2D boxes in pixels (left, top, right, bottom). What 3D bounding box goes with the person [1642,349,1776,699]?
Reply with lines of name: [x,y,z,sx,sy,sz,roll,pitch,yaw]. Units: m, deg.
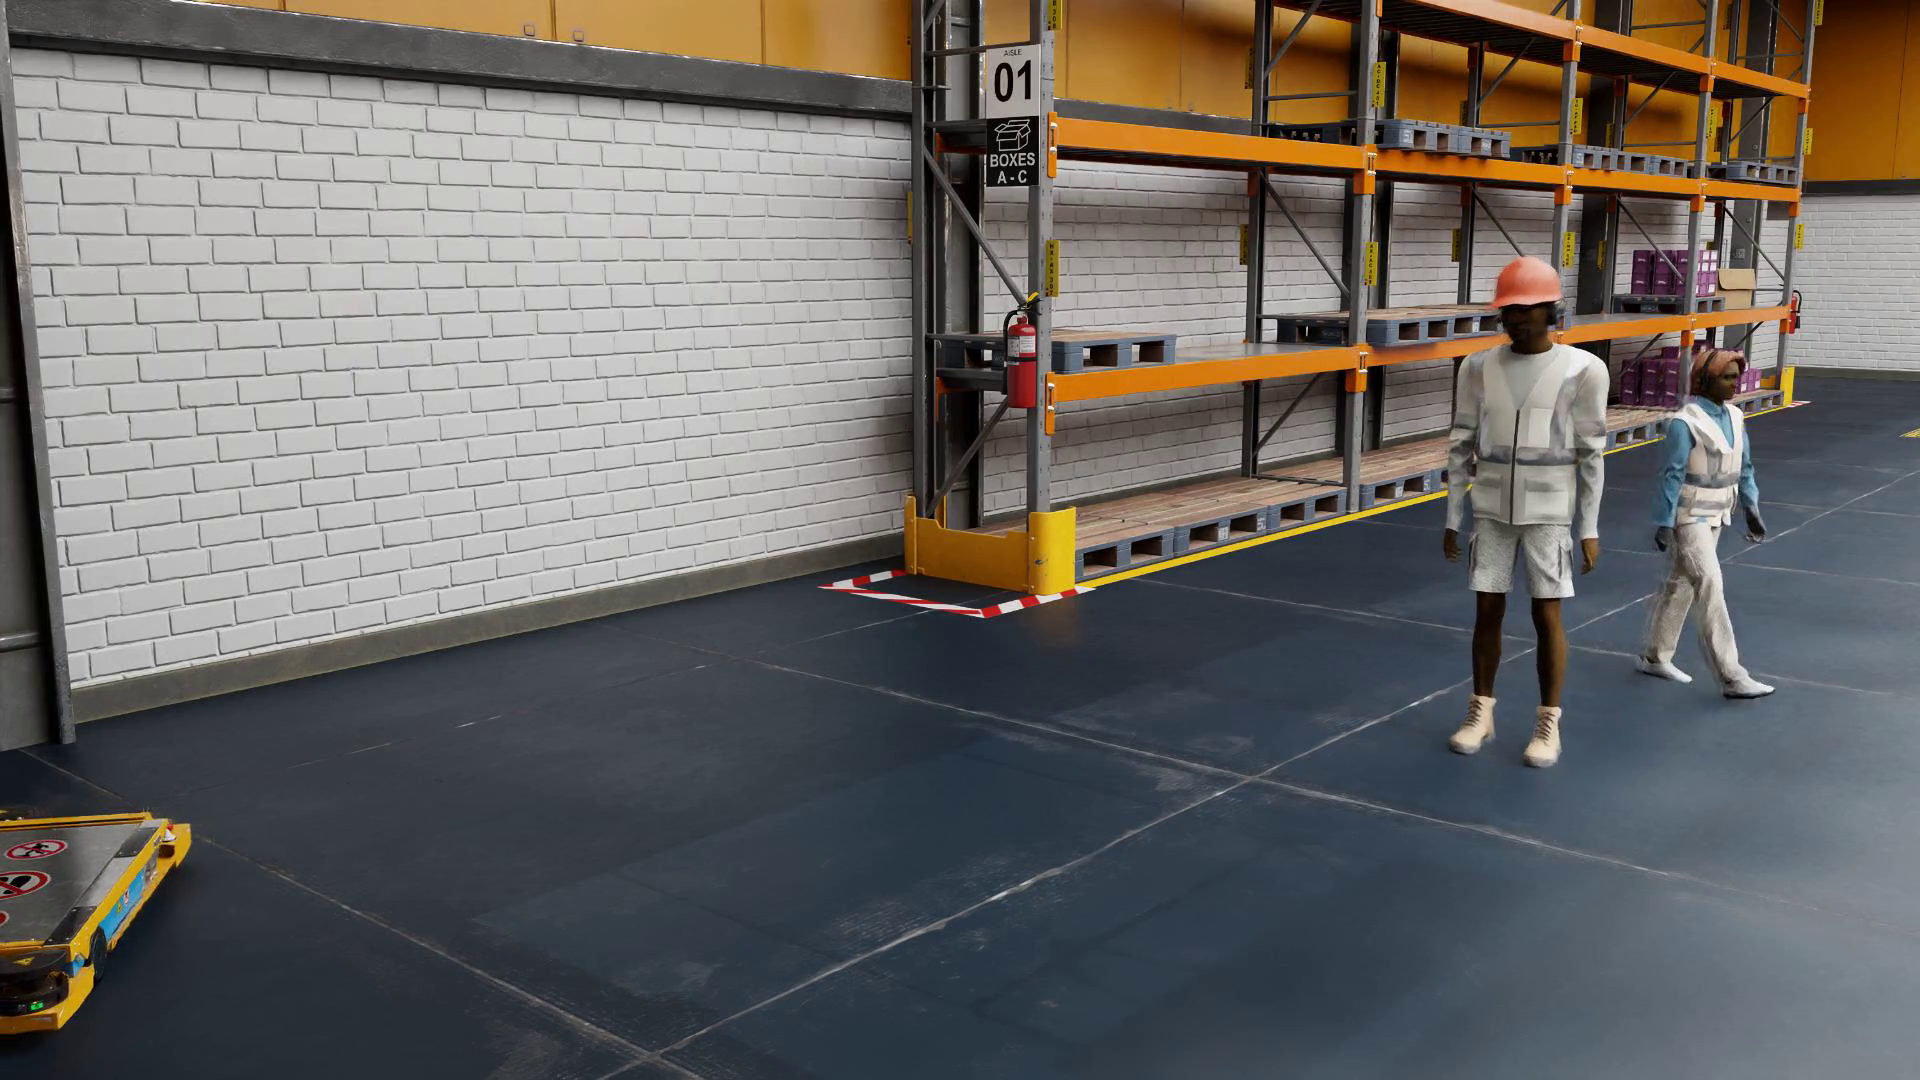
person: [3.541,-0.067,7.713,0.518,1.606,0.801,-8,13,-38]

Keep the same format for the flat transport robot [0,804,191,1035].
flat transport robot: [-2.808,1.085,4.937,0.652,0.197,1.431,-2,10,-12]

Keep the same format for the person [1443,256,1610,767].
person: [2.269,-0.113,6.728,0.610,2.043,0.382,7,12,34]
